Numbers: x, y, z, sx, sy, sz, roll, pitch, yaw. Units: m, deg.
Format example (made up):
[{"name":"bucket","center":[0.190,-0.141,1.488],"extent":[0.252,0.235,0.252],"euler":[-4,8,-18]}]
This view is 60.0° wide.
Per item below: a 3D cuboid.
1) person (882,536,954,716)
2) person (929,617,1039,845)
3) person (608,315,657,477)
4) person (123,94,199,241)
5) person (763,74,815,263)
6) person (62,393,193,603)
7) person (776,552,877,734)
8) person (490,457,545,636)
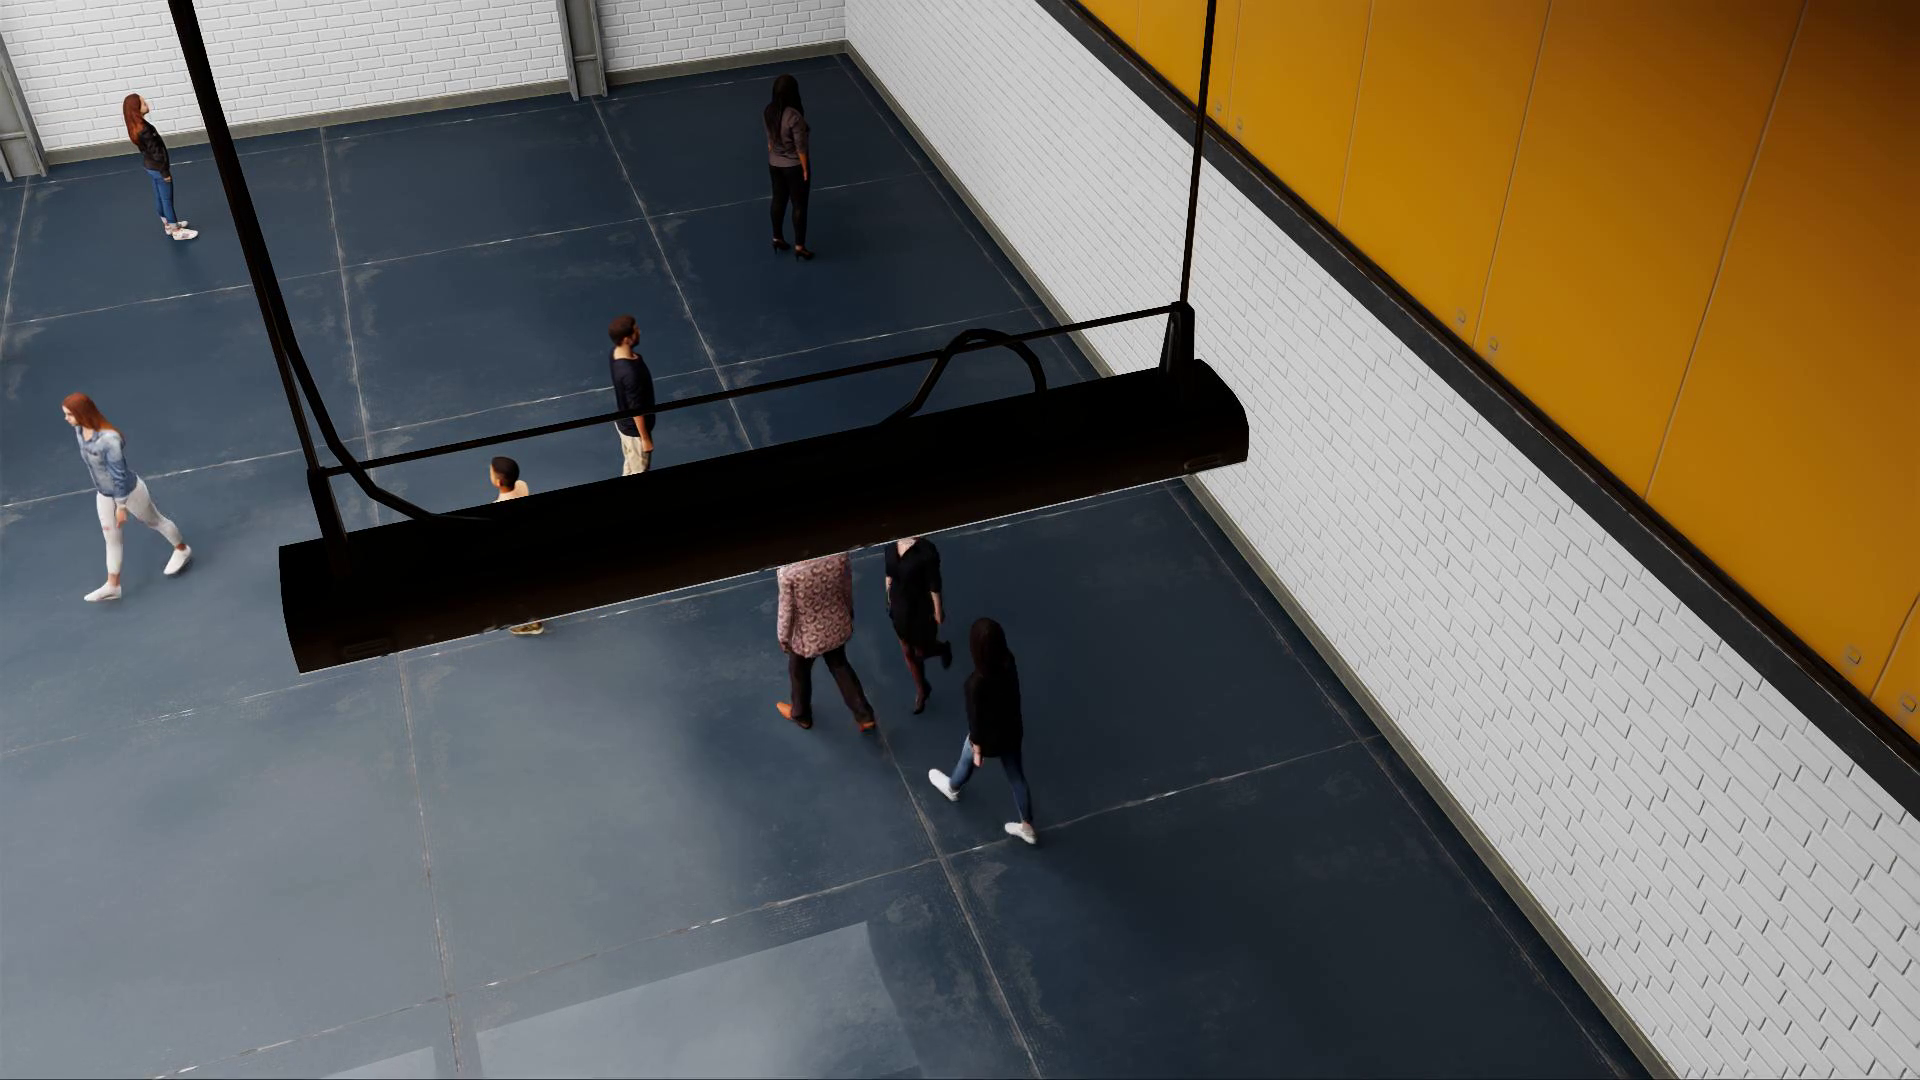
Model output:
[{"name":"person","center":[-0.266,0.398,11.010],"extent":[0.814,1.681,0.888],"euler":[19,42,22]},{"name":"person","center":[0.273,1.193,10.076],"extent":[1.095,1.604,0.907],"euler":[-32,48,-33]},{"name":"person","center":[-2.443,-0.856,12.443],"extent":[0.557,1.852,0.643],"euler":[-15,41,-18]},{"name":"person","center":[-7.855,-3.651,16.238],"extent":[0.626,1.484,0.628],"euler":[-29,47,-31]},{"name":"person","center":[-1.631,-3.525,15.796],"extent":[0.745,1.838,0.776],"euler":[24,45,27]},{"name":"person","center":[-5.966,-0.377,12.001],"extent":[1.061,1.656,1.138],"euler":[17,42,20]},{"name":"person","center":[-0.841,0.580,10.680],"extent":[0.995,1.809,0.938],"euler":[-23,44,-26]},{"name":"person","center":[-3.085,0.022,11.657],"extent":[0.632,1.461,0.603],"euler":[8,39,10]}]
